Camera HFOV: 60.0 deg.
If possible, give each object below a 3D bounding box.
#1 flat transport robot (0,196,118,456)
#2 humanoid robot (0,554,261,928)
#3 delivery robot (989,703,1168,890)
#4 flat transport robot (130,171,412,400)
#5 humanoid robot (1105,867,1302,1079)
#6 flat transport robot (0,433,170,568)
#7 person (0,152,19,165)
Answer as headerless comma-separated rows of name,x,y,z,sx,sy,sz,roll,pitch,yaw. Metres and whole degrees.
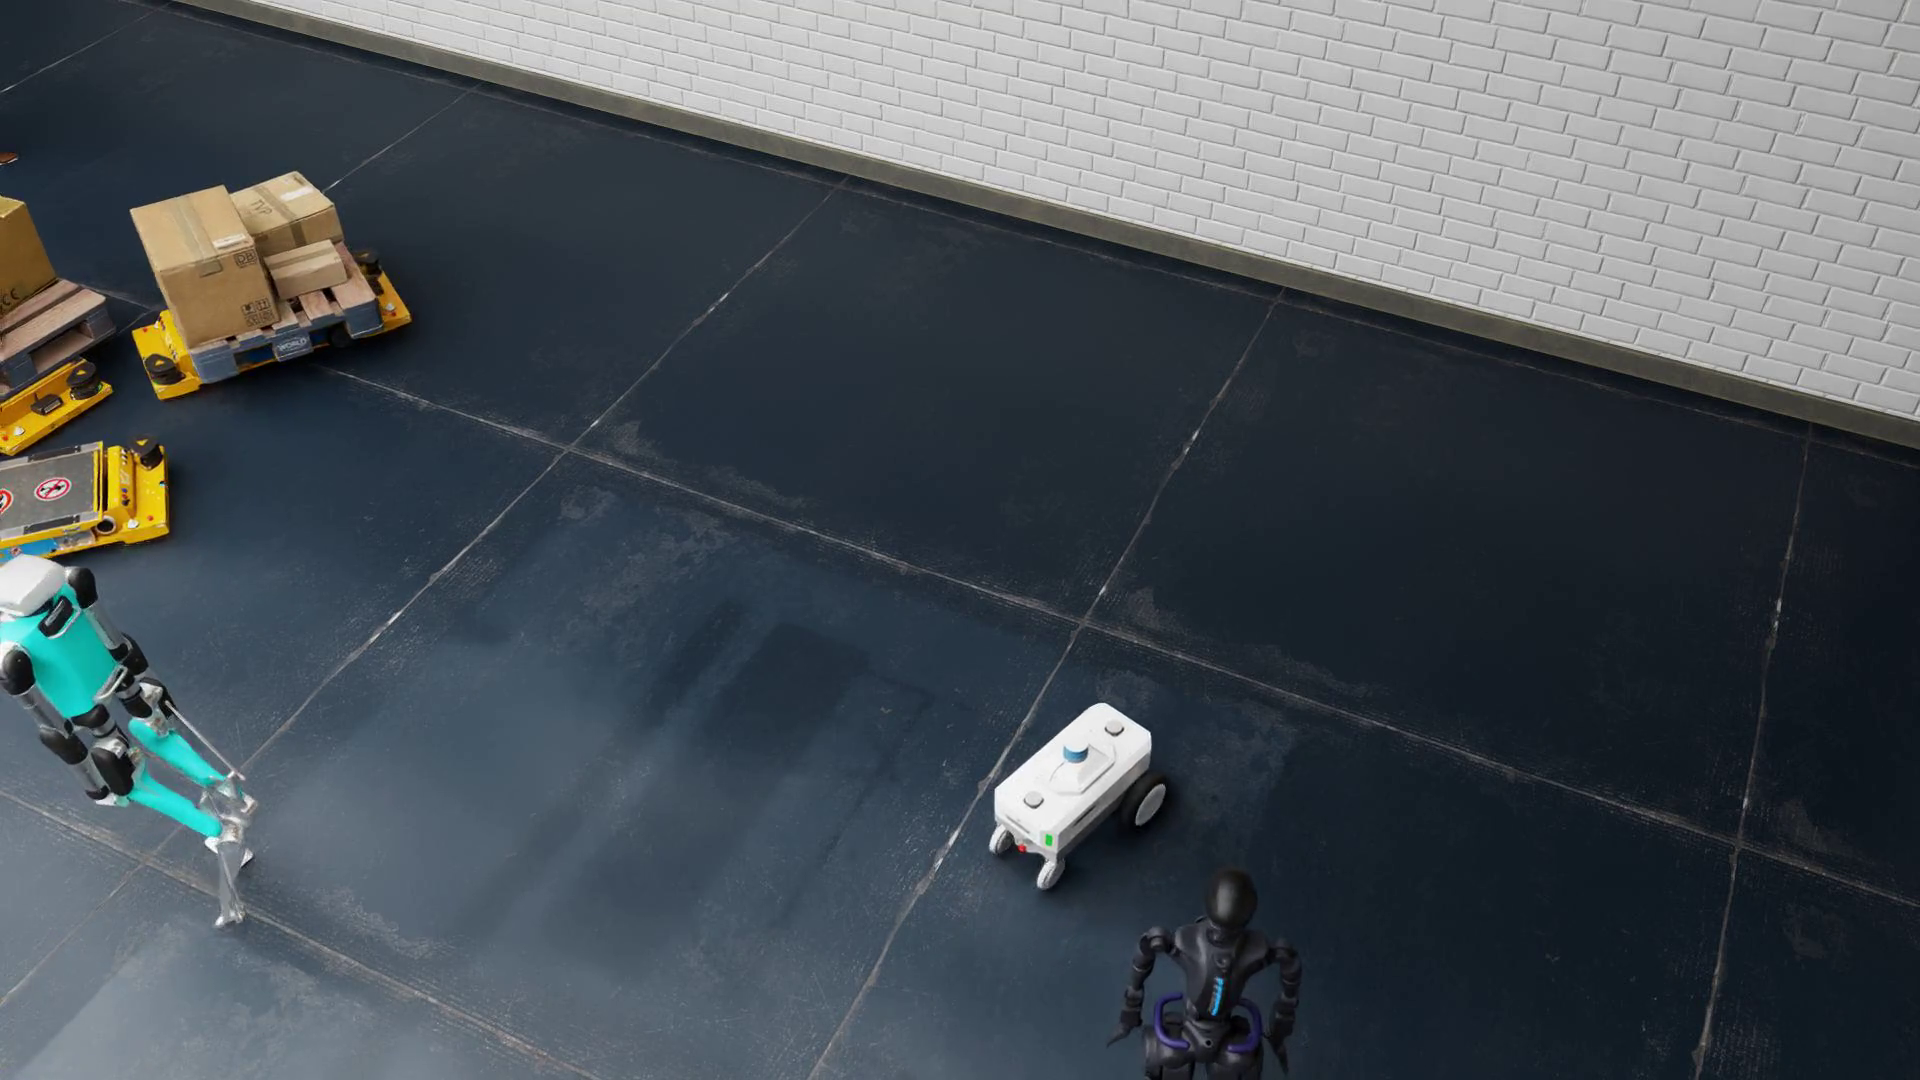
flat transport robot,-5.483,-0.926,9.255,1.431,0.231,0.659,22,47,22
humanoid robot,-2.996,0.798,6.321,0.790,1.783,0.538,6,43,6
delivery robot,0.482,1.029,6.941,0.499,0.603,0.803,32,52,30
flat transport robot,-3.987,-1.268,9.623,1.431,0.231,0.659,-22,47,-22
humanoid robot,0.789,1.629,5.466,0.608,1.660,0.315,3,43,3
flat transport robot,-4.773,-0.126,8.391,1.431,0.231,0.659,-14,45,-15
person,-6.574,-3.190,10.691,0.500,1.631,0.284,33,52,30
